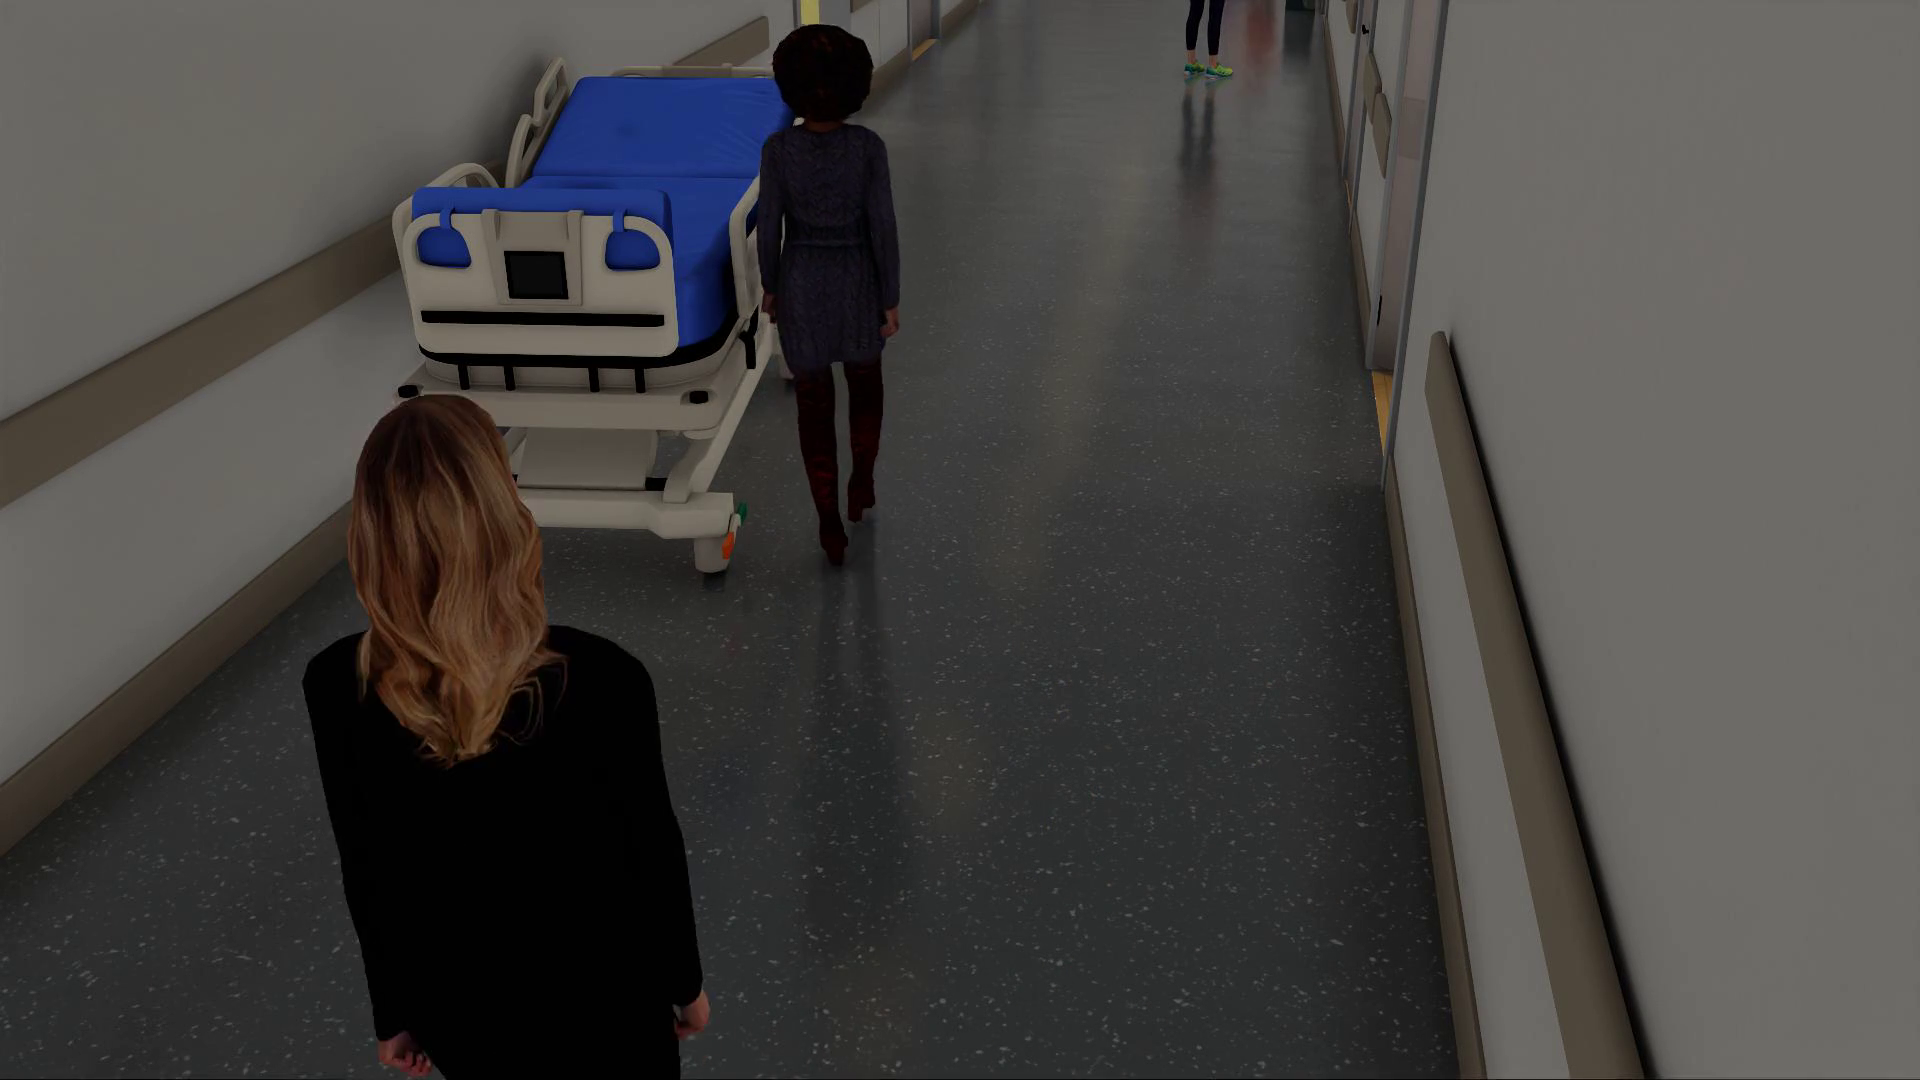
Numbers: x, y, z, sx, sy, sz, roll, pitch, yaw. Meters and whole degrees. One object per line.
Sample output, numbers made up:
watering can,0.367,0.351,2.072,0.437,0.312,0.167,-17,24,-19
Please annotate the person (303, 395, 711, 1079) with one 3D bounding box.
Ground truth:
person,-0.582,0.709,2.186,0.985,1.777,0.673,5,26,9

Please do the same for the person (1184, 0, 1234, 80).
person,1.983,-4.570,13.220,0.739,1.702,0.647,-23,34,-39

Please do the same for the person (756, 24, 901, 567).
person,-0.411,-0.709,5.221,0.759,1.695,0.755,-1,26,-3
